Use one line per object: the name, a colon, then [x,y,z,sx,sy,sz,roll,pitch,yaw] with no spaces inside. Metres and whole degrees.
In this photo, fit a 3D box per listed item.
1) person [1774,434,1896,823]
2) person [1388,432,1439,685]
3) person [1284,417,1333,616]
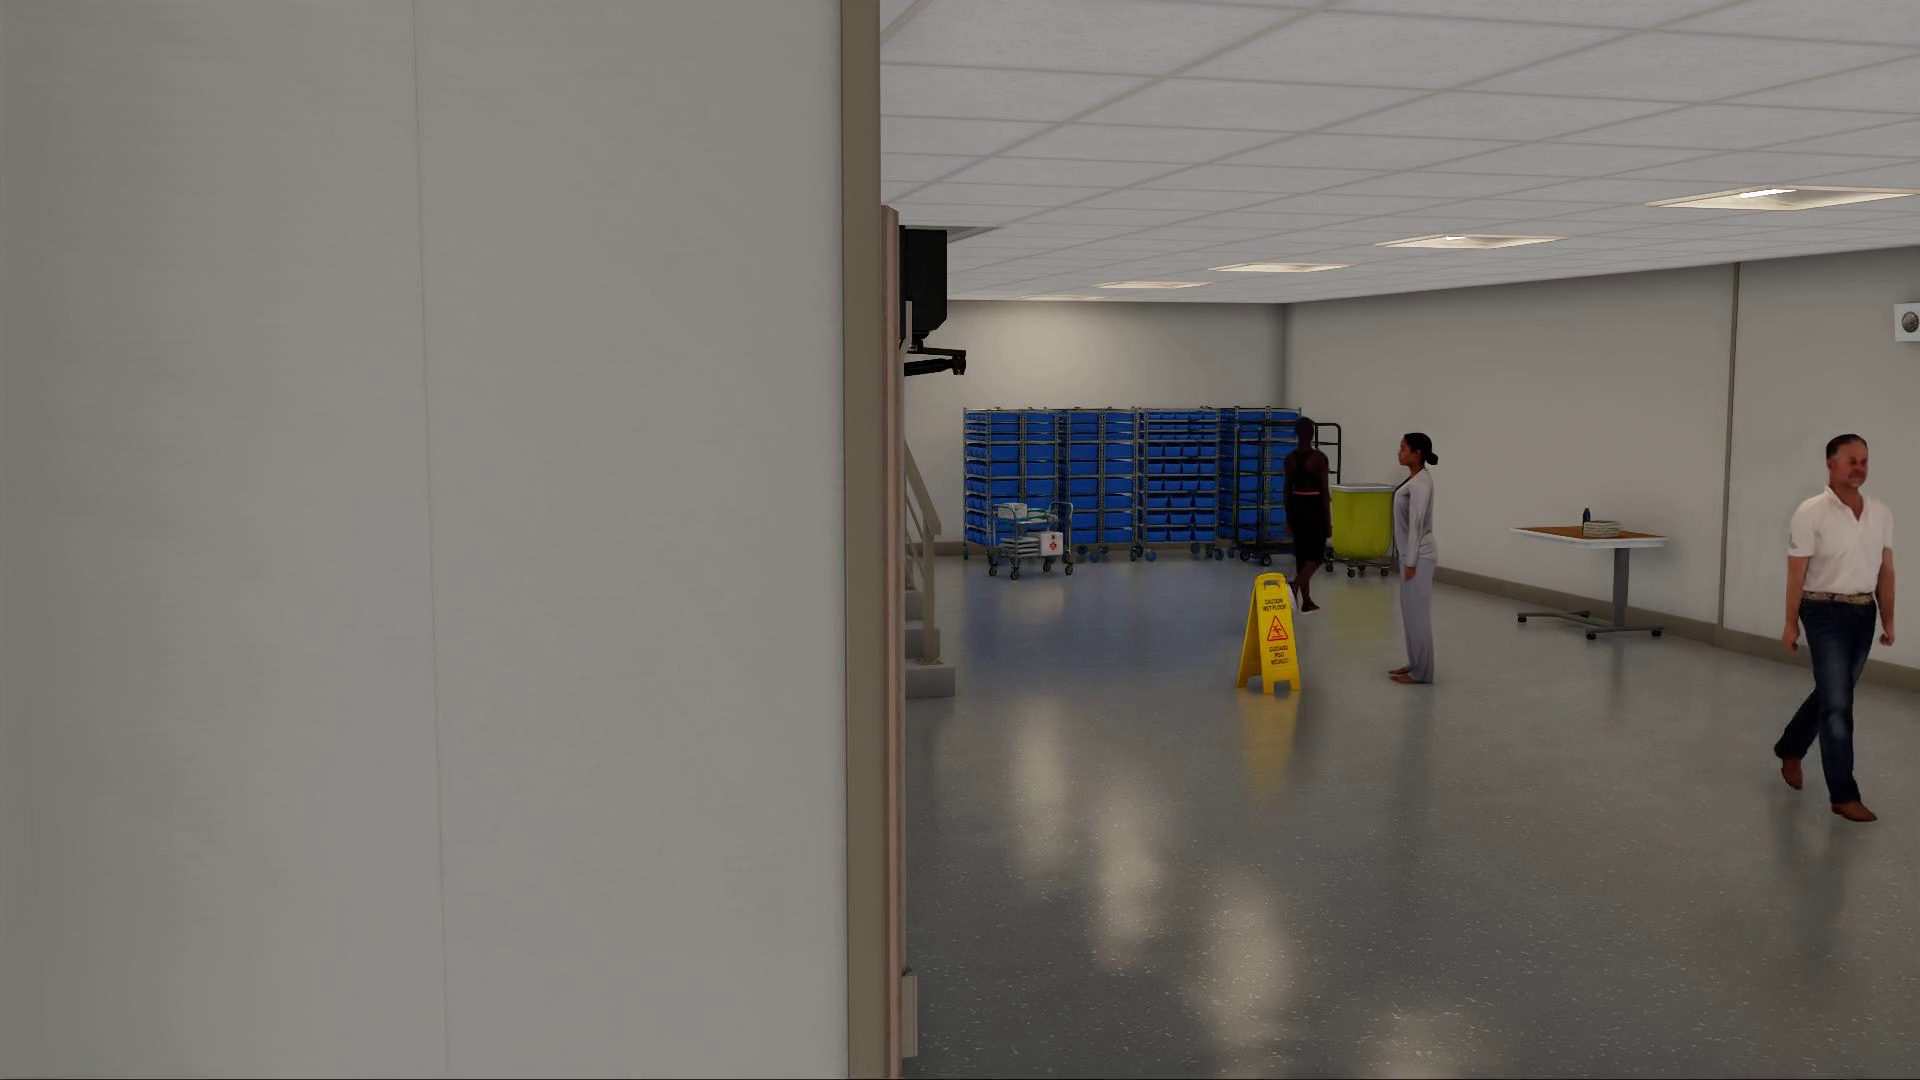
person: [4.274,0.409,8.205,0.850,1.822,1.260,0,6,-3]
person: [3.187,0.112,11.597,0.754,1.733,0.631,1,6,12]
person: [2.982,-0.138,14.451,1.002,1.660,1.005,4,7,36]
